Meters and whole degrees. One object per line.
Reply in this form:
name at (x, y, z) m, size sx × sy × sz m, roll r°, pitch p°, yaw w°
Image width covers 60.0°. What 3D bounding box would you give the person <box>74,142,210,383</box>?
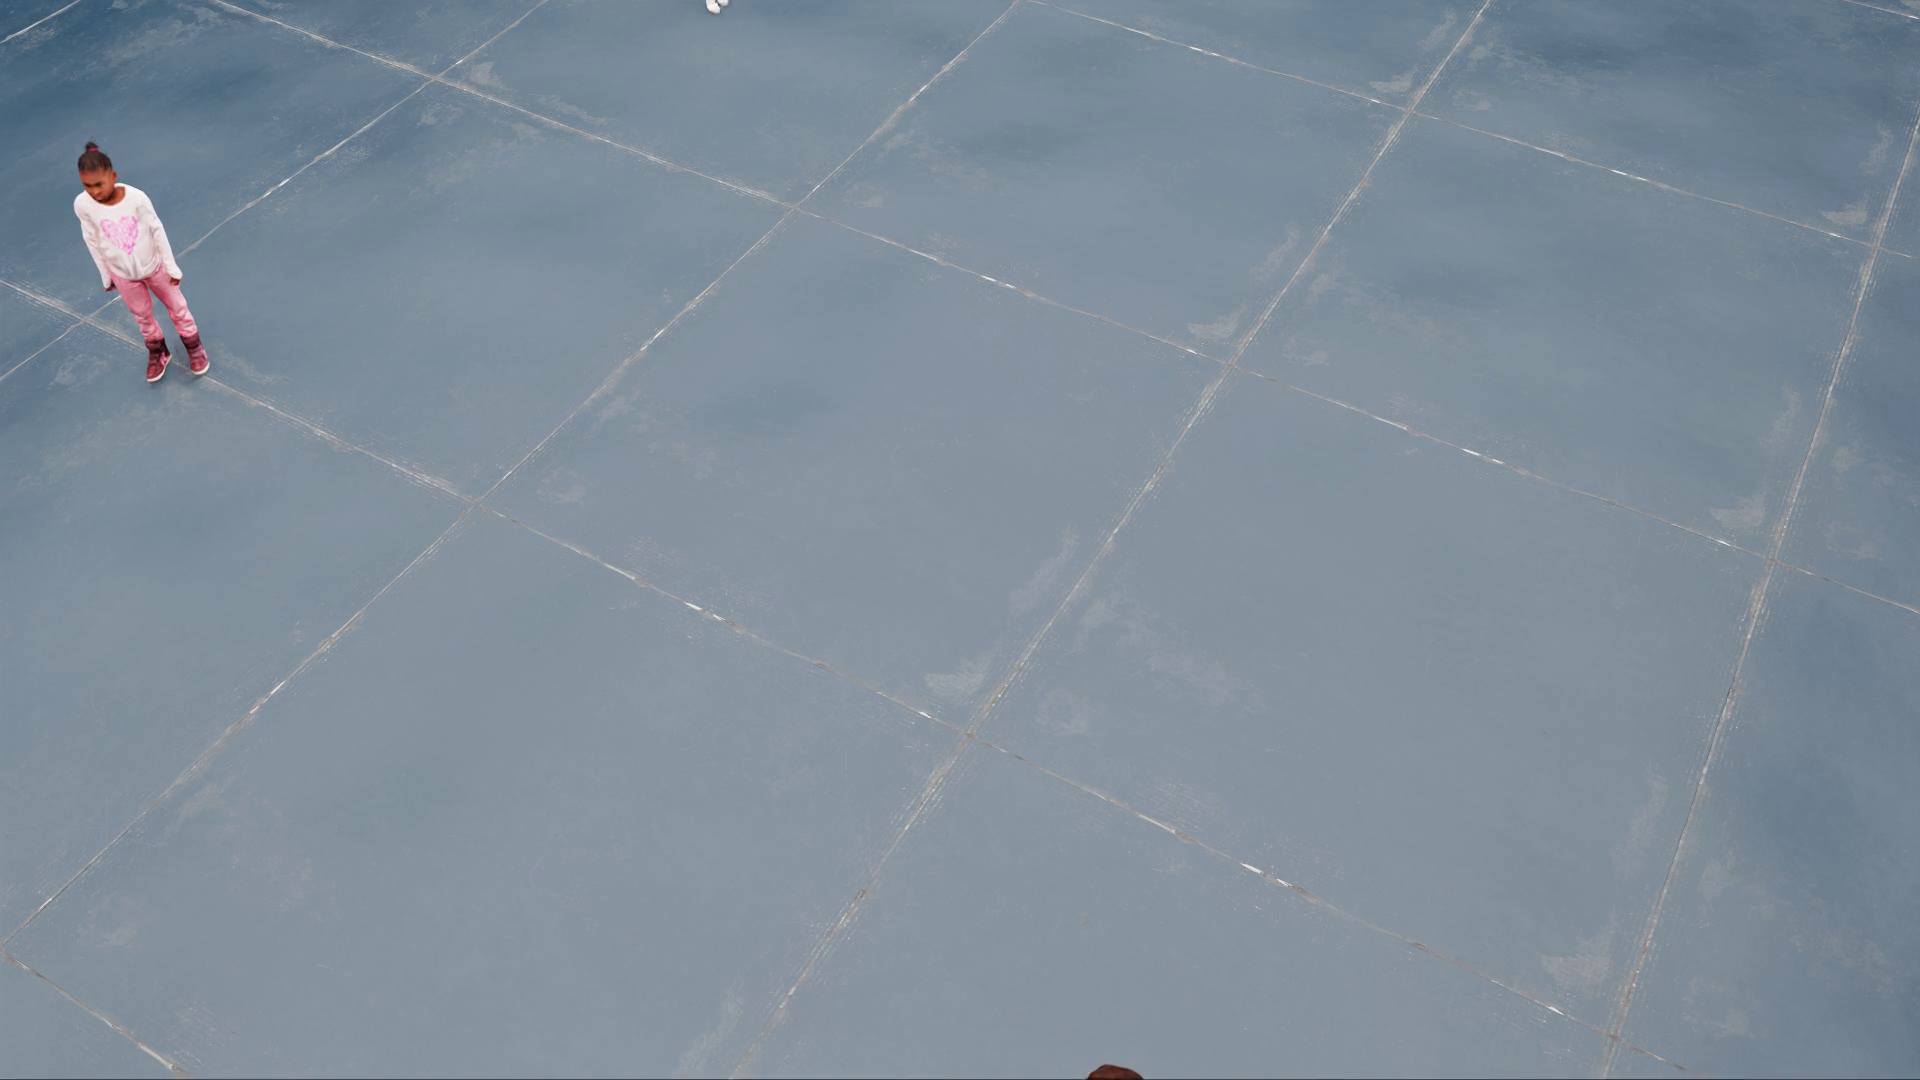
person at (-4.441, -1.503, 8.970) m, size 0.615 × 1.449 × 0.679 m, roll -10°, pitch 48°, yaw -9°
